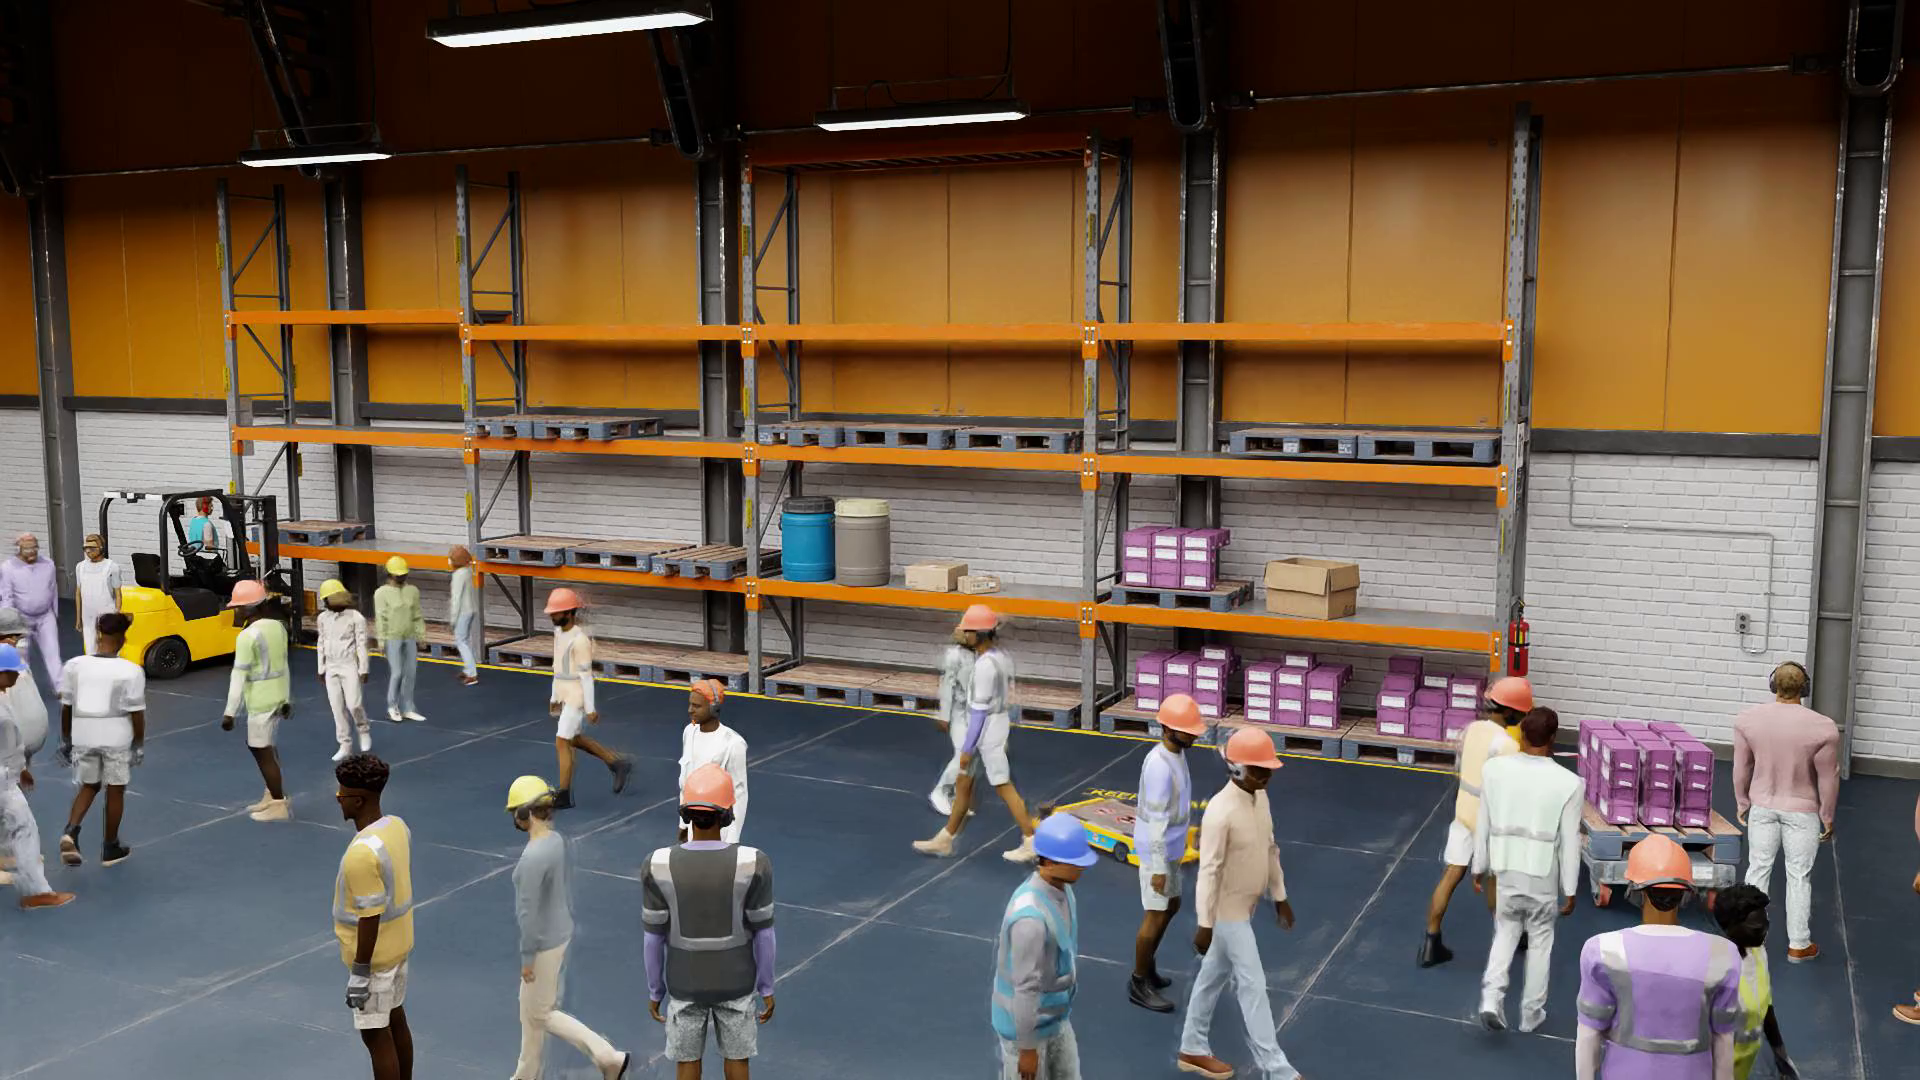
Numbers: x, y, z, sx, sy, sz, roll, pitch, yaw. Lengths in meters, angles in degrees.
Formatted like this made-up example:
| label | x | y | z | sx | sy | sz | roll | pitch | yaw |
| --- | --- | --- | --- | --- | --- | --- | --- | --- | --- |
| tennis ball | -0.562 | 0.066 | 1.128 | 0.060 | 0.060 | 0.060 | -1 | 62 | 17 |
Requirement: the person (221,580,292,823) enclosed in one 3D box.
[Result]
| label | x | y | z | sx | sy | sz | roll | pitch | yaw |
| --- | --- | --- | --- | --- | --- | --- | --- | --- | --- |
| person | -5.777 | 1.329 | 13.629 | 0.552 | 2.022 | 0.629 | 0 | 7 | 1 |

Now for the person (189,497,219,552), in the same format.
| label | x | y | z | sx | sy | sz | roll | pitch | yaw |
| --- | --- | --- | --- | --- | --- | --- | --- | --- | --- |
| person | -10.301 | 0.322 | 22.689 | 0.567 | 1.847 | 0.386 | 6 | 9 | 43 |

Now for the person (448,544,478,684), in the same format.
| label | x | y | z | sx | sy | sz | roll | pitch | yaw |
| --- | --- | --- | --- | --- | --- | --- | --- | --- | --- |
| person | -5.742 | 0.854 | 19.233 | 0.346 | 1.637 | 0.526 | 0 | 7 | 1 |

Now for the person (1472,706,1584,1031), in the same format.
| label | x | y | z | sx | sy | sz | roll | pitch | yaw |
| --- | --- | --- | --- | --- | --- | --- | --- | --- | --- |
| person | 3.205 | 1.904 | 9.480 | 0.623 | 1.885 | 0.603 | 5 | 9 | 36 |

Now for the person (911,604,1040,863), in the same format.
| label | x | y | z | sx | sy | sz | roll | pitch | yaw |
| --- | --- | --- | --- | --- | --- | --- | --- | --- | --- |
| person | 0.176 | 1.475 | 12.597 | 1.042 | 1.989 | 0.628 | 1 | 7 | 5 |

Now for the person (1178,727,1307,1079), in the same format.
| label | x | y | z | sx | sy | sz | roll | pitch | yaw |
| --- | --- | --- | --- | --- | --- | --- | --- | --- | --- |
| person | 1.570 | 1.951 | 8.757 | 0.959 | 1.948 | 0.636 | 4 | 8 | 30 |

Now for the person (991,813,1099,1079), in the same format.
| label | x | y | z | sx | sy | sz | roll | pitch | yaw |
| --- | --- | --- | --- | --- | --- | --- | --- | --- | --- |
| person | 0.384 | 2.135 | 7.440 | 0.510 | 1.914 | 0.619 | 3 | 7 | 22 |

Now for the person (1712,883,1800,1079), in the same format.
| label | x | y | z | sx | sy | sz | roll | pitch | yaw |
| --- | --- | --- | --- | --- | --- | --- | --- | --- | --- |
| person | 3.363 | 2.288 | 7.252 | 0.903 | 1.640 | 0.537 | 7 | 10 | 44 |

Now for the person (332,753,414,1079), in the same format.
| label | x | y | z | sx | sy | sz | roll | pitch | yaw |
| --- | --- | --- | --- | --- | --- | --- | --- | --- | --- |
| person | -2.887 | 2.017 | 8.193 | 0.361 | 1.963 | 0.618 | 0 | 7 | -3 |

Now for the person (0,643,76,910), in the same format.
| label | x | y | z | sx | sy | sz | roll | pitch | yaw |
| --- | --- | --- | --- | --- | --- | --- | --- | --- | --- |
| person | -6.736 | 1.653 | 11.472 | 0.934 | 1.911 | 0.604 | -4 | 8 | -29 |

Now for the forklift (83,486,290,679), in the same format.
| label | x | y | z | sx | sy | sz | roll | pitch | yaw |
| --- | --- | --- | --- | --- | --- | --- | --- | --- | --- |
| forklift | -9.426 | 0.454 | 20.179 | 1.214 | 2.155 | 2.313 | 3 | 8 | 26 |

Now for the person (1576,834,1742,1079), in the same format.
| label | x | y | z | sx | sy | sz | roll | pitch | yaw |
| --- | --- | --- | --- | --- | --- | --- | --- | --- | --- |
| person | 2.752 | 2.178 | 6.623 | 0.602 | 2.035 | 0.404 | 1 | 7 | 11 |

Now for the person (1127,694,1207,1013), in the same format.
| label | x | y | z | sx | sy | sz | roll | pitch | yaw |
| --- | --- | --- | --- | --- | --- | --- | --- | --- | --- |
| person | 1.217 | 1.840 | 9.891 | 0.509 | 1.916 | 0.589 | 3 | 7 | 21 |

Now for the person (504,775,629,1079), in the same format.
| label | x | y | z | sx | sy | sz | roll | pitch | yaw |
| --- | --- | --- | --- | --- | --- | --- | --- | --- | --- |
| person | -2.104 | 2.087 | 8.652 | 0.711 | 1.722 | 0.554 | 0 | 7 | 1 |

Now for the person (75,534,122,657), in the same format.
| label | x | y | z | sx | sy | sz | roll | pitch | yaw |
| --- | --- | --- | --- | --- | --- | --- | --- | --- | --- |
| person | -9.506 | 0.847 | 18.359 | 0.508 | 1.846 | 0.345 | 0 | 7 | 0 |

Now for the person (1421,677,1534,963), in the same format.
| label | x | y | z | sx | sy | sz | roll | pitch | yaw |
| --- | --- | --- | --- | --- | --- | --- | --- | --- | --- |
| person | 3.342 | 1.780 | 10.596 | 0.963 | 1.869 | 0.638 | -3 | 7 | -20 |

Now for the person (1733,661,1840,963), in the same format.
| label | x | y | z | sx | sy | sz | roll | pitch | yaw |
| --- | --- | --- | --- | --- | --- | --- | --- | --- | --- |
| person | 5.288 | 1.731 | 10.676 | 0.630 | 1.940 | 0.372 | 6 | 9 | 41 |

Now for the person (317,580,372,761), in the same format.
| label | x | y | z | sx | sy | sz | roll | pitch | yaw |
| --- | --- | --- | --- | --- | --- | --- | --- | --- | --- |
| person | -5.840 | 1.224 | 15.814 | 0.527 | 1.713 | 0.459 | 2 | 7 | 12 |

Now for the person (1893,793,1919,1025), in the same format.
| label | x | y | z | sx | sy | sz | roll | pitch | yaw |
| --- | --- | --- | --- | --- | --- | --- | --- | --- | --- |
| person | 5.727 | 1.826 | 9.647 | 0.622 | 1.996 | 0.374 | -6 | 9 | -39 |

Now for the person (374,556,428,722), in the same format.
| label | x | y | z | sx | sy | sz | roll | pitch | yaw |
| --- | --- | --- | --- | --- | --- | --- | --- | --- | --- |
| person | -5.775 | 1.029 | 17.231 | 0.366 | 1.755 | 0.556 | 5 | 8 | 35 |

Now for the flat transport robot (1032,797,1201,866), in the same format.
| label | x | y | z | sx | sy | sz | roll | pitch | yaw |
| --- | --- | --- | --- | --- | --- | --- | --- | --- | --- |
| flat transport robot | 1.273 | 2.269 | 13.053 | 0.652 | 0.197 | 1.431 | -5 | 9 | -37 |

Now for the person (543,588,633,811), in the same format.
| label | x | y | z | sx | sy | sz | roll | pitch | yaw |
| --- | --- | --- | --- | --- | --- | --- | --- | --- | --- |
| person | -3.202 | 1.329 | 14.136 | 0.821 | 1.910 | 0.542 | -4 | 8 | -28 |

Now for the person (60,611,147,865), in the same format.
| label | x | y | z | sx | sy | sz | roll | pitch | yaw |
| --- | --- | --- | --- | --- | --- | --- | --- | --- | --- |
| person | -6.453 | 1.514 | 12.505 | 0.662 | 1.934 | 0.634 | 0 | 7 | -1 |

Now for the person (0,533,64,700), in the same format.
| label | x | y | z | sx | sy | sz | roll | pitch | yaw |
| --- | --- | --- | --- | --- | --- | --- | --- | --- | --- |
| person | -10.088 | 0.860 | 18.147 | 0.939 | 1.859 | 0.668 | 5 | 9 | 37 |

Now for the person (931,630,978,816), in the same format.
| label | x | y | z | sx | sy | sz | roll | pitch | yaw |
| --- | --- | --- | --- | --- | --- | --- | --- | --- | --- |
| person | 0.055 | 1.457 | 13.841 | 0.420 | 1.708 | 0.528 | 4 | 8 | 32 |

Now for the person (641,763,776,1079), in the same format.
| label | x | y | z | sx | sy | sz | roll | pitch | yaw |
| --- | --- | --- | --- | --- | --- | --- | --- | --- | --- |
| person | -1.153 | 2.040 | 7.694 | 0.607 | 2.044 | 0.377 | 0 | 7 | -3 |

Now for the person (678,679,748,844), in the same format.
| label | x | y | z | sx | sy | sz | roll | pitch | yaw |
| --- | --- | --- | --- | --- | --- | --- | --- | --- | --- |
| person | -1.560 | 1.795 | 10.375 | 0.573 | 1.883 | 0.353 | 6 | 9 | 43 |

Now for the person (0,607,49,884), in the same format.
| label | x | y | z | sx | sy | sz | roll | pitch | yaw |
| --- | --- | --- | --- | --- | --- | --- | --- | --- | --- |
| person | -7.020 | 1.486 | 12.281 | 0.536 | 2.000 | 0.702 | -1 | 7 | -8 |
